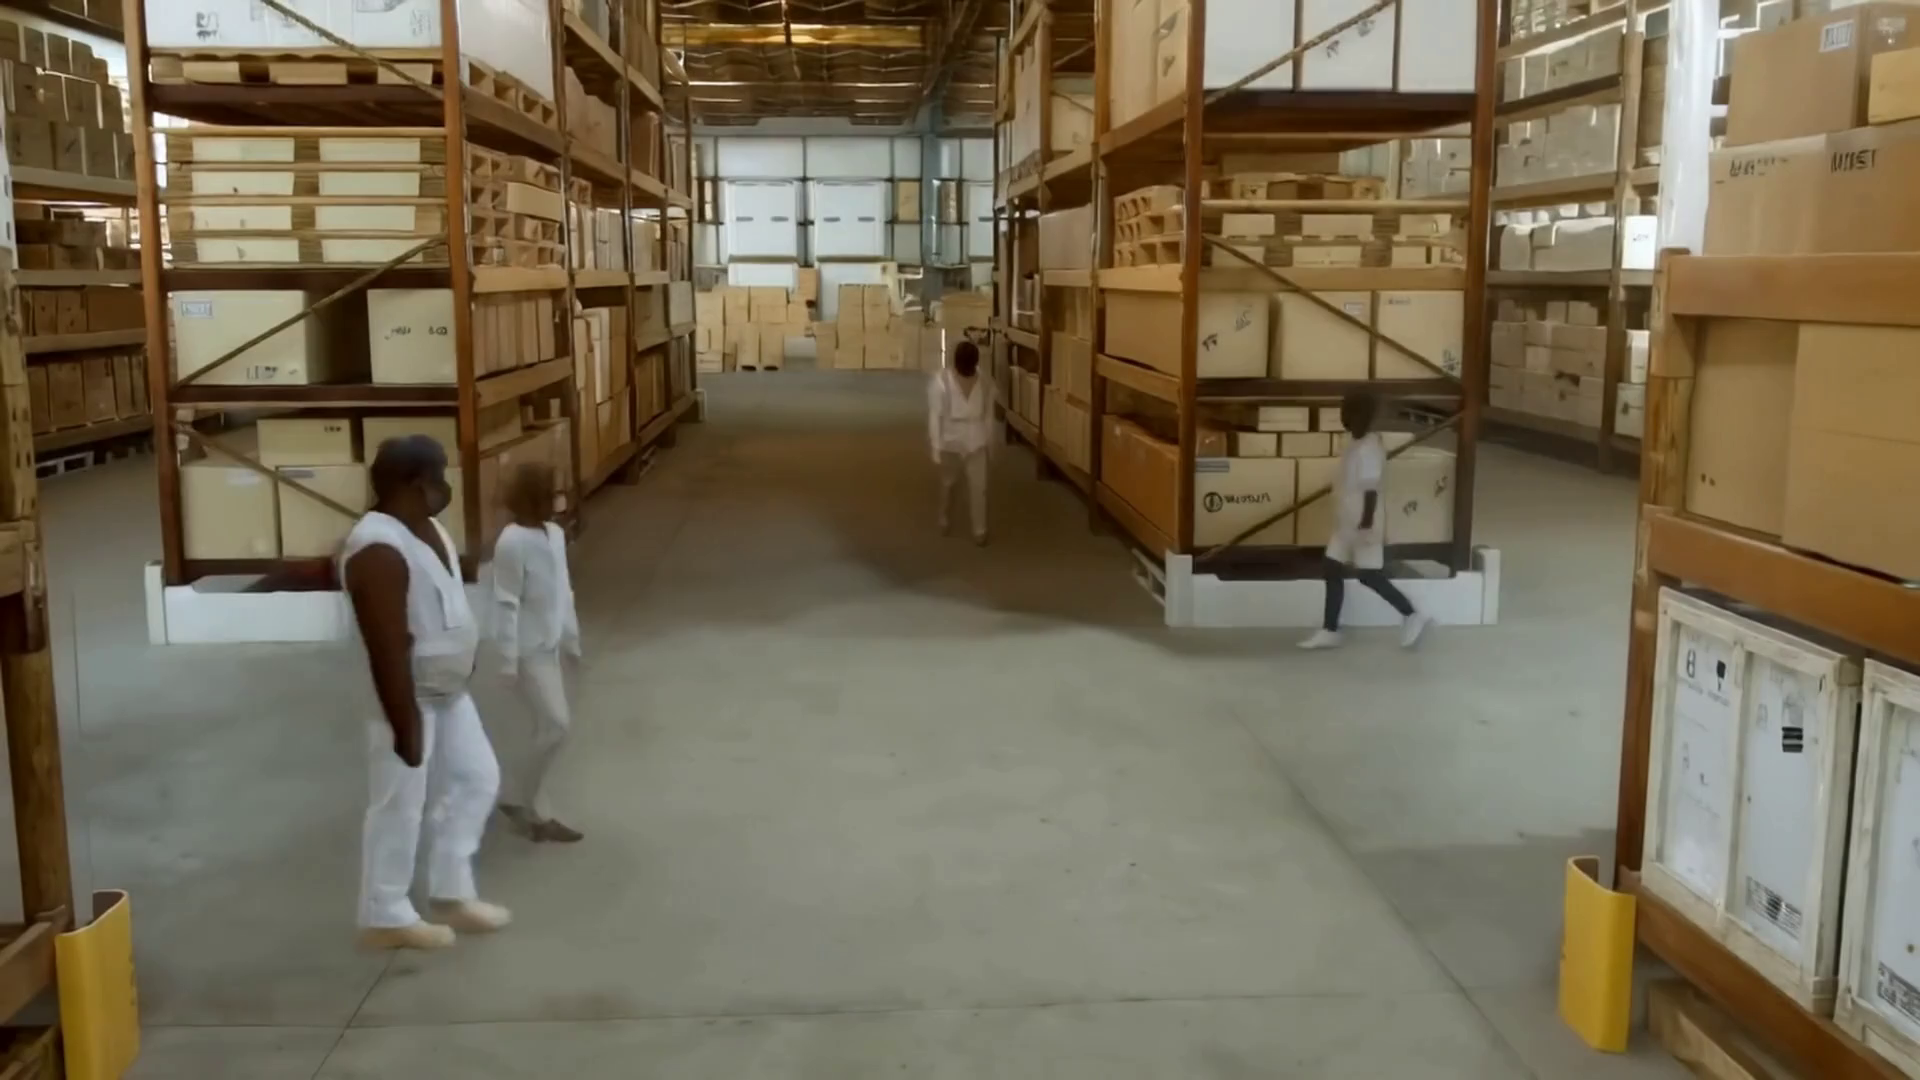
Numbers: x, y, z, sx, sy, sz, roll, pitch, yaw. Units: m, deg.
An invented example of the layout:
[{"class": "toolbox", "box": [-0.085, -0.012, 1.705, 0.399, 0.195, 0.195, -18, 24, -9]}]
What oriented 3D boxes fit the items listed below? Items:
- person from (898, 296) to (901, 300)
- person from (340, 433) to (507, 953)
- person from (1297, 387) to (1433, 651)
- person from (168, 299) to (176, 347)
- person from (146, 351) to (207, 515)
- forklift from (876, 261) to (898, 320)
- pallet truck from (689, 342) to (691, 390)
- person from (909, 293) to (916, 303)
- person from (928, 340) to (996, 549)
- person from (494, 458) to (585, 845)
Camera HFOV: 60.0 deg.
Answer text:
[{"class": "person", "box": [-2.312, -7.829, 57.980, 0.634, 1.930, 0.384, 3, 10, 19]}, {"class": "person", "box": [-1.811, 0.543, 5.724, 0.584, 1.822, 0.663, 0, 9, 0]}, {"class": "person", "box": [2.544, -0.114, 10.340, 0.758, 1.673, 0.537, -1, 9, -5]}, {"class": "person", "box": [-17.907, -4.654, 38.362, 0.602, 1.821, 0.372, -3, 9, -16]}, {"class": "person", "box": [-6.921, -0.826, 14.734, 0.319, 1.692, 0.533, 4, 10, 21]}, {"class": "forklift", "box": [-2.436, -7.880, 55.309, 1.873, 2.768, 1.129, -6, 11, -32]}, {"class": "pallet truck", "box": [-5.225, -3.008, 27.480, 1.885, 1.965, 0.823, 2, 9, 14]}, {"class": "person", "box": [-1.890, -9.037, 66.414, 0.888, 1.647, 0.546, 2, 9, 15]}, {"class": "person", "box": [0.010, -0.859, 14.609, 0.622, 1.806, 0.916, -2, 9, -12]}, {"class": "person", "box": [-1.692, 0.468, 6.803, 0.343, 1.617, 0.524, 1, 9, 8]}]
